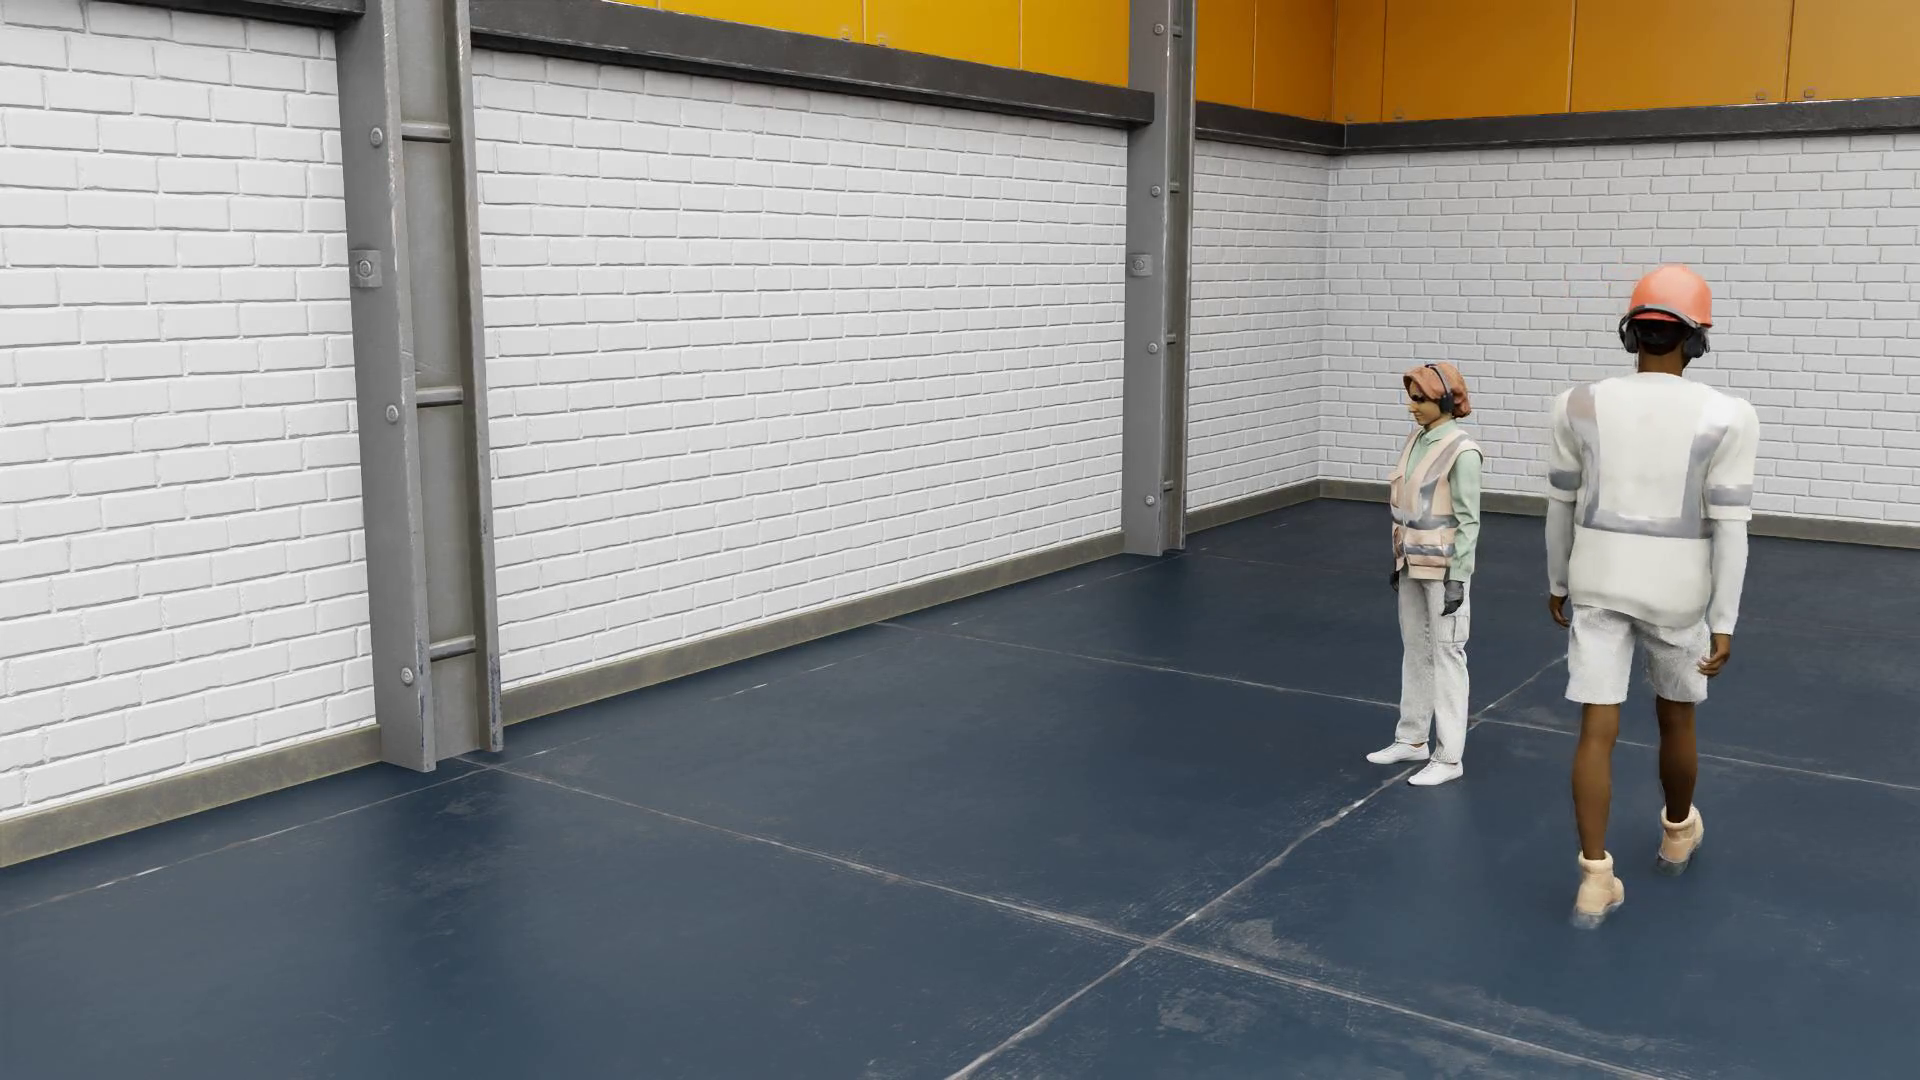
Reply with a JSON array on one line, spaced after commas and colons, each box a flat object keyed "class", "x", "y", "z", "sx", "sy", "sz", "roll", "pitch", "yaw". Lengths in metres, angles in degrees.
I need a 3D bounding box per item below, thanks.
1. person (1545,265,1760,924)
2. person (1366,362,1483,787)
[{"class": "person", "x": 2.179, "y": 0.148, "z": 5.285, "sx": 0.613, "sy": 2.003, "sz": 0.976, "roll": 5, "pitch": 11, "yaw": 29}, {"class": "person", "x": 1.832, "y": 0.129, "z": 6.462, "sx": 0.309, "sy": 1.640, "sz": 0.513, "roll": -2, "pitch": 10, "yaw": -14}]
